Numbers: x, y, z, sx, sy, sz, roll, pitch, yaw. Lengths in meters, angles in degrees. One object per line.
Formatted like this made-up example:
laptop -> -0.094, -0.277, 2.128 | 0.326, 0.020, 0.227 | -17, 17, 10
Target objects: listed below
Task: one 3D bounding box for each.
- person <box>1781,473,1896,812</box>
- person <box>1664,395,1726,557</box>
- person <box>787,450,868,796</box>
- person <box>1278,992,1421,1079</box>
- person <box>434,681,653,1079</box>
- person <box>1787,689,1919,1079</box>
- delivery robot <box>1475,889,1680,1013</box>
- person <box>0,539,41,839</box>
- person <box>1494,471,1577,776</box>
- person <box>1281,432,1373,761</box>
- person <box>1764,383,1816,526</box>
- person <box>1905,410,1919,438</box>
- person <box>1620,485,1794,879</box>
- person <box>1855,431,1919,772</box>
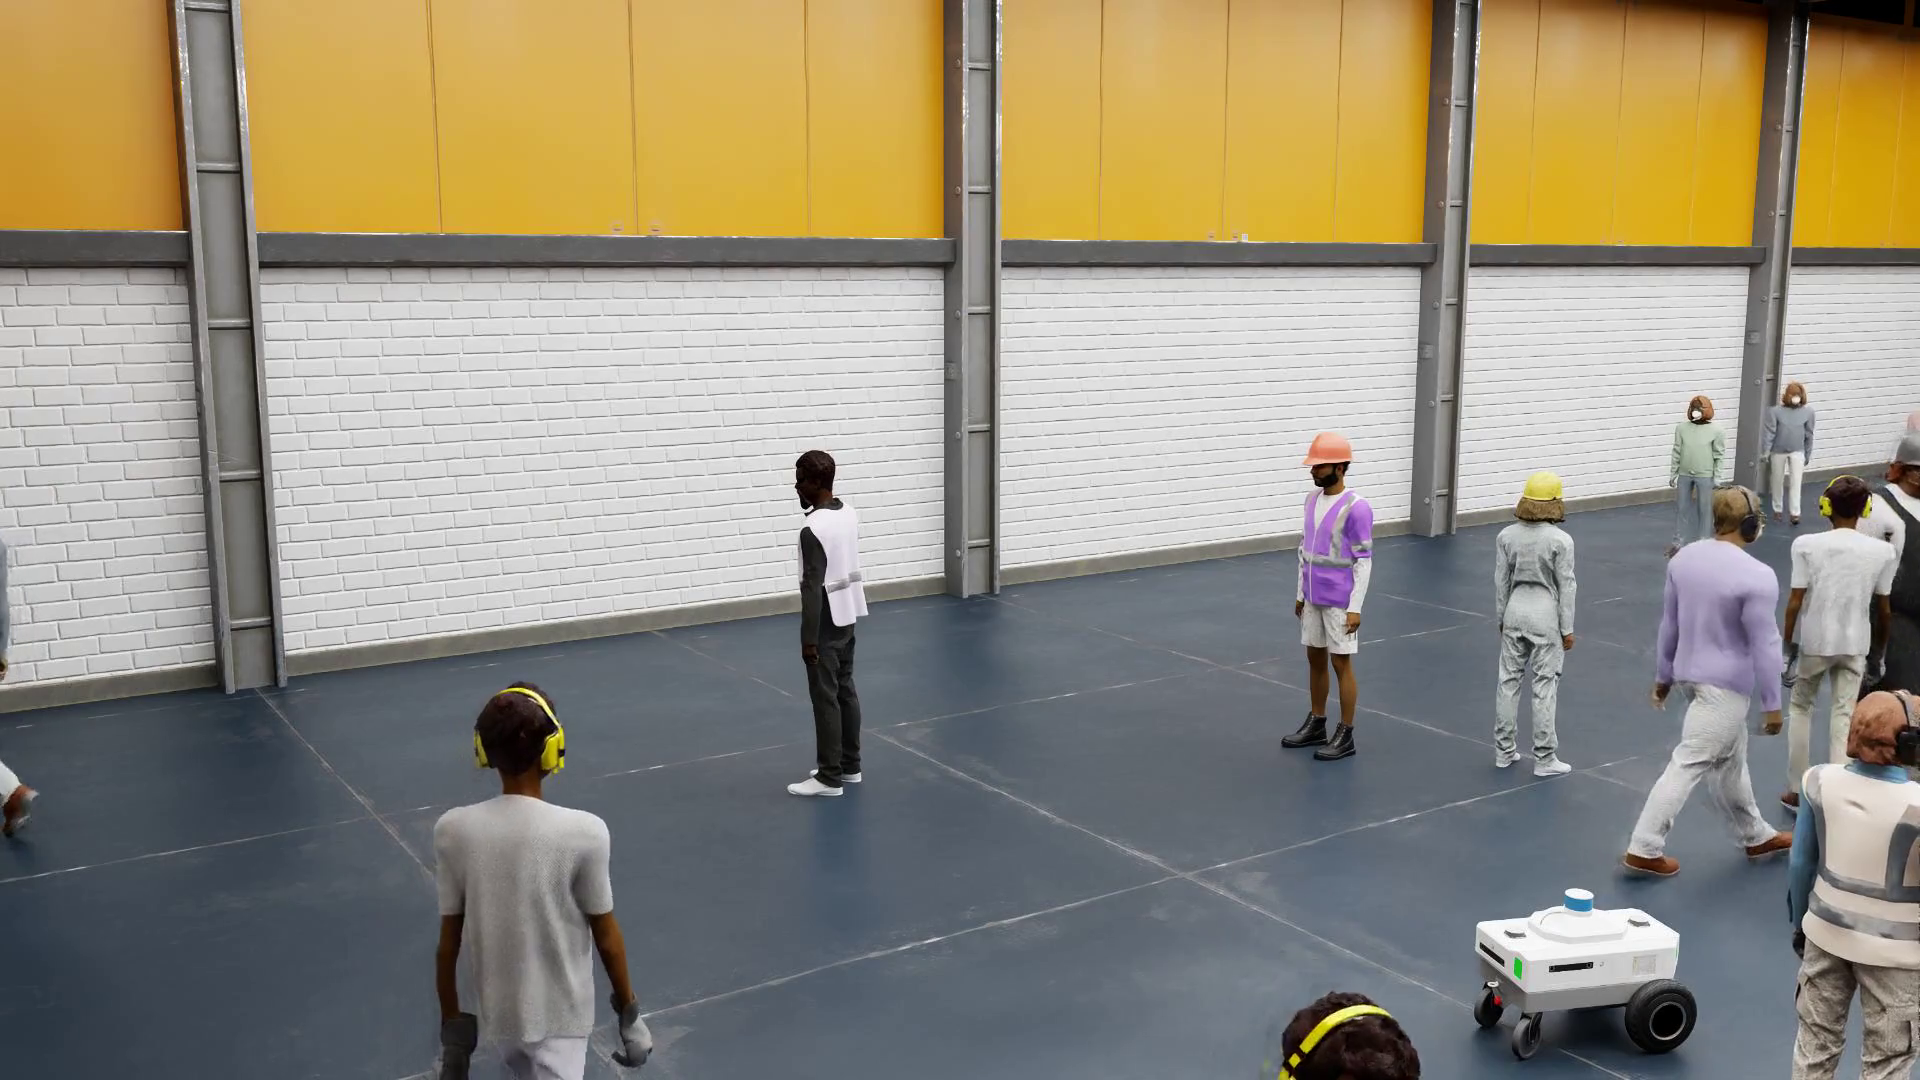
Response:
person -> 4.525, 0.571, 8.653 | 0.552, 1.840, 0.726 | 3, 10, 16
person -> 7.268, -0.615, 16.432 | 0.498, 1.634, 0.281 | 9, 13, 43
person -> -0.721, 0.457, 9.153 | 0.398, 1.911, 0.587 | 3, 10, 17
person -> 0.569, 1.571, 2.848 | 0.537, 1.793, 0.891 | -1, 9, -4
person -> -1.142, 1.288, 4.398 | 0.520, 1.833, 0.940 | 3, 10, 19
person -> 2.784, 1.264, 5.106 | 0.311, 1.636, 0.517 | -5, 11, -29
delivery robot -> 2.322, 1.563, 6.278 | 0.707, 0.478, 0.477 | -2, 10, -12
person -> -5.069, 0.579, 8.437 | 0.879, 1.913, 0.637 | 3, 10, 16
person -> 3.305, 0.473, 9.549 | 0.298, 1.745, 0.484 | -8, 12, -40
person -> 2.166, 0.330, 9.831 | 0.360, 1.935, 0.552 | -5, 11, -27
person -> 9.281, -0.958, 18.641 | 0.507, 1.585, 0.874 | 4, 10, 23
person -> 9.788, -0.742, 16.805 | 0.320, 1.767, 0.534 | -8, 12, -39
person -> 3.617, 0.679, 7.883 | 1.047, 1.884, 0.645 | -2, 10, -12
person -> 5.440, 0.342, 9.445 | 0.683, 2.000, 1.019 | -4, 10, -22
